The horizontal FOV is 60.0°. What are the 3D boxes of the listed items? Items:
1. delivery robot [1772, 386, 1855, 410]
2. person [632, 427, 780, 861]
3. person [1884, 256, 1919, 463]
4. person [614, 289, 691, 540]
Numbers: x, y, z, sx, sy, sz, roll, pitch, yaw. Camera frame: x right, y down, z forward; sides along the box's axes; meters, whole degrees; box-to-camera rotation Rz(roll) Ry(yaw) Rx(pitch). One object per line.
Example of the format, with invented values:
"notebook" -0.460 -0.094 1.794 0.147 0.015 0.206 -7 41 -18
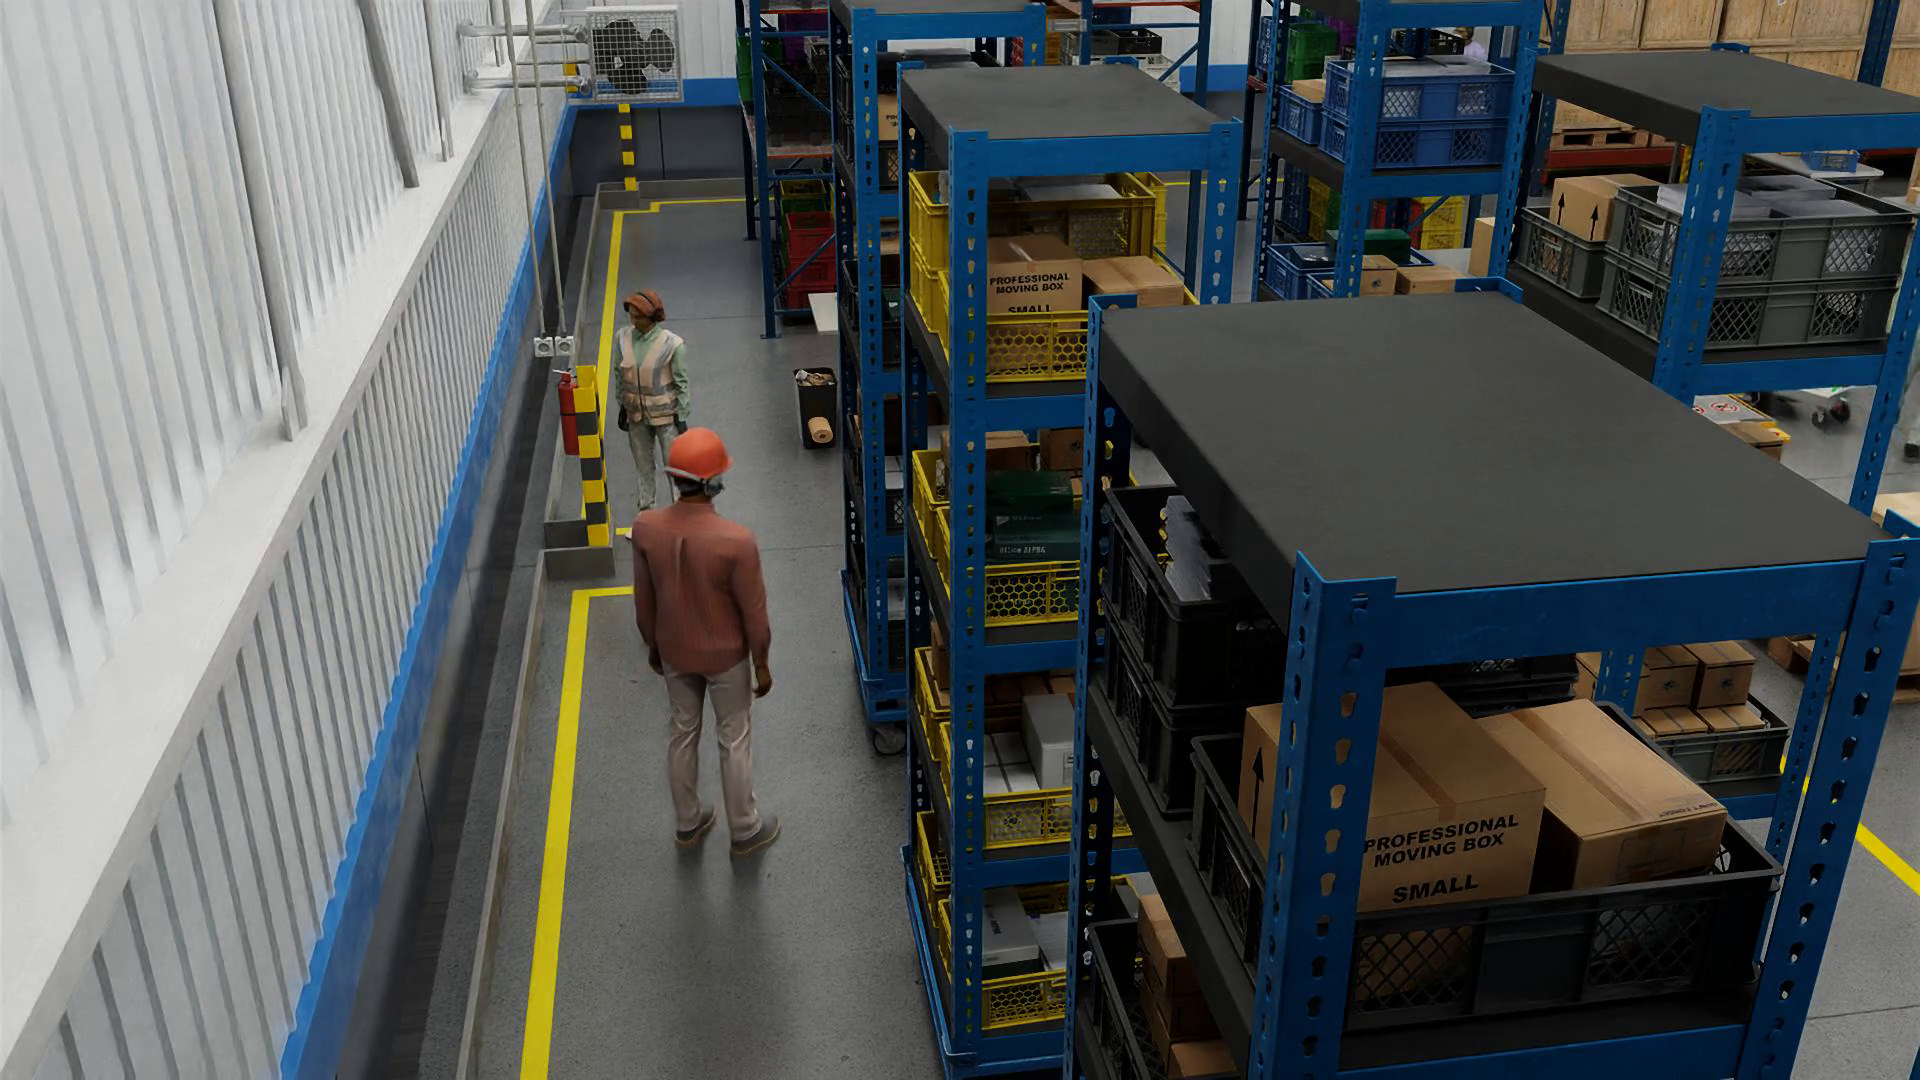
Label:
"delivery robot" 6.341 -1.238 12.510 0.477 0.478 0.707 -17 29 -32
"person" -1.090 0.461 7.217 0.623 1.992 0.396 9 26 19
"person" 6.837 -1.487 11.676 0.606 1.808 0.649 10 27 22
"person" -1.892 -0.759 10.288 0.514 1.640 0.310 10 26 20
